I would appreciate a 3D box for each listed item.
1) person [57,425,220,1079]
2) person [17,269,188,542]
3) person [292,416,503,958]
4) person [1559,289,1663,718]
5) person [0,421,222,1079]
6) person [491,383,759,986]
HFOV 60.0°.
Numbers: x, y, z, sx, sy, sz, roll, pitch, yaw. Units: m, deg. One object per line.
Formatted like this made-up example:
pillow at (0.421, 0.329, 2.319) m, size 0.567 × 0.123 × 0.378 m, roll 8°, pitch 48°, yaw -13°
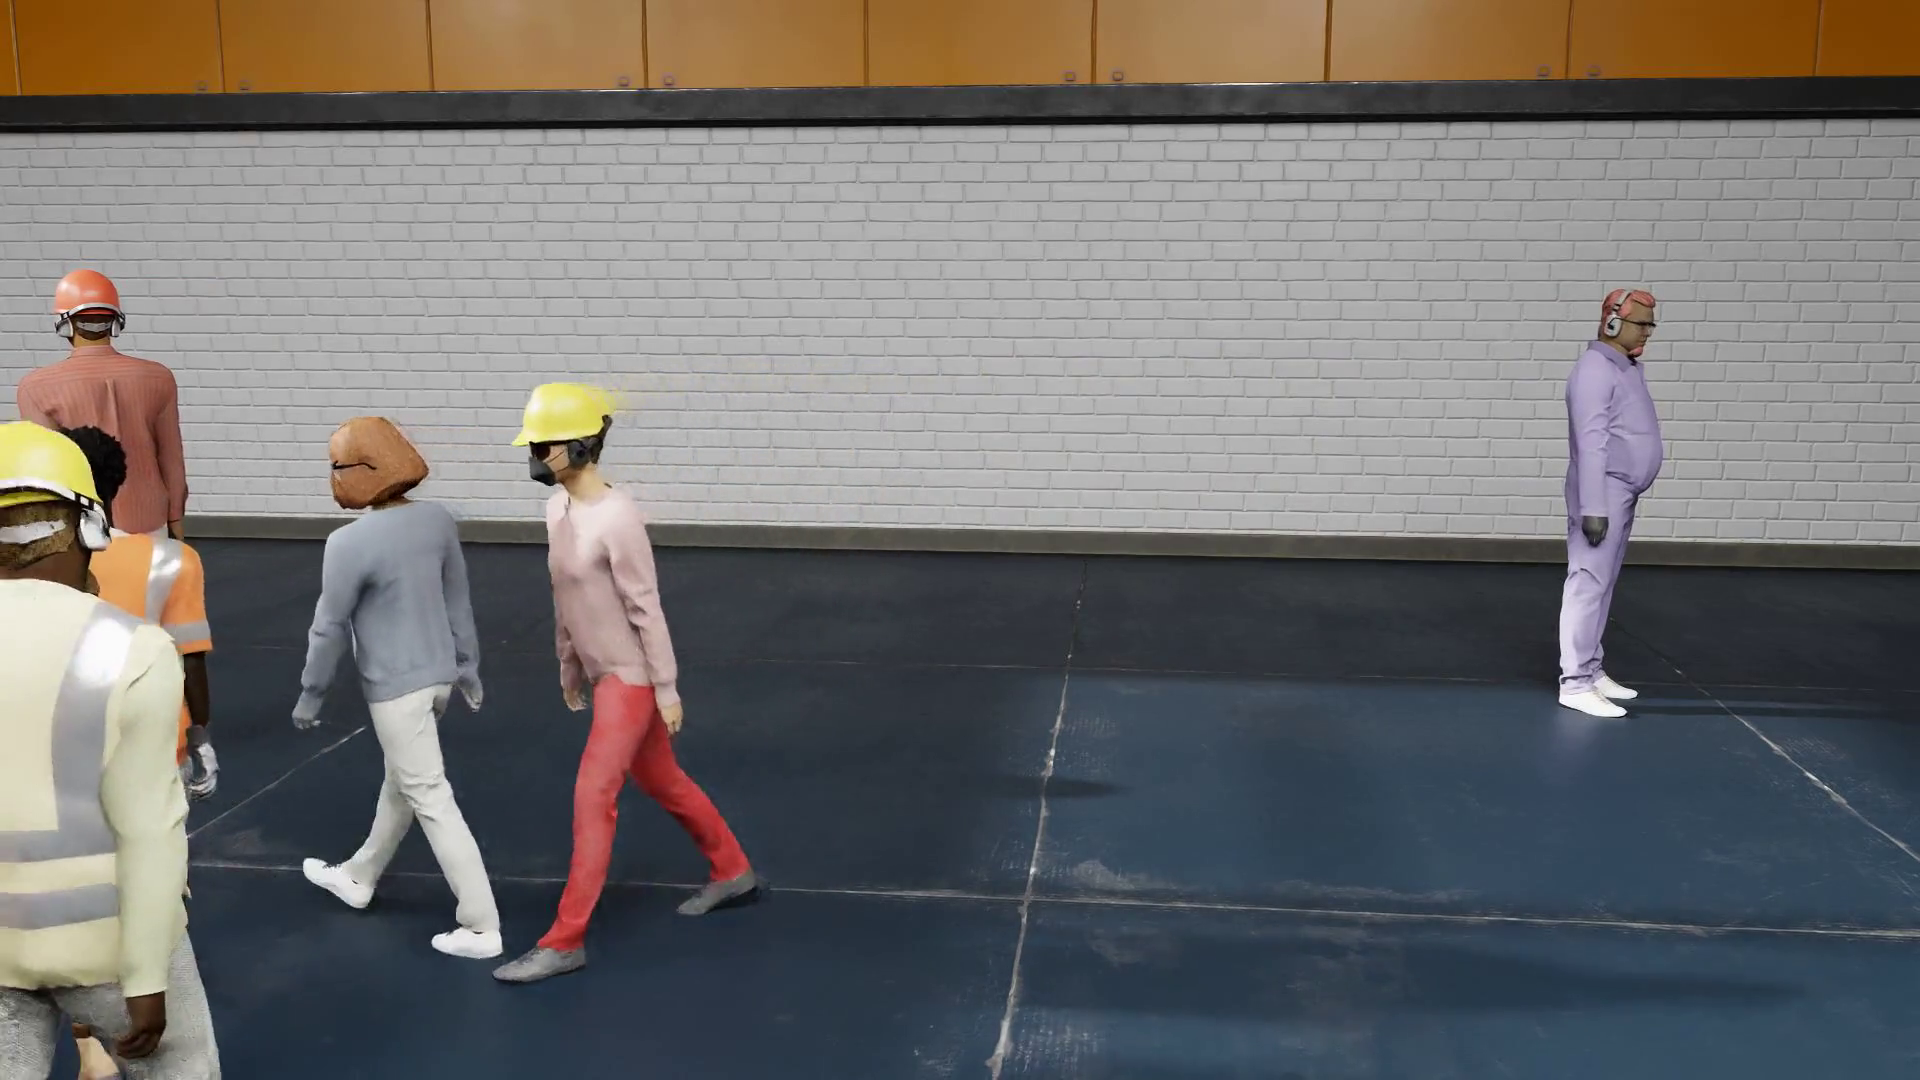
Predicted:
person at (-2.205, 0.526, 4.280) m, size 0.539 × 1.630 × 0.961 m, roll -5°, pitch 11°, yaw -27°
person at (-3.406, -0.073, 6.659) m, size 0.375 × 1.995 × 0.611 m, roll 9°, pitch 13°, yaw 41°
person at (-1.720, 0.432, 4.898) m, size 0.843 × 1.591 × 0.506 m, roll 3°, pitch 10°, yaw 18°
person at (2.936, -0.172, 7.501) m, size 0.406 × 1.902 × 0.637 m, roll 6°, pitch 11°, yaw 30°
person at (-1.622, 0.690, 2.917) m, size 0.591 × 1.787 × 0.860 m, roll 1°, pitch 10°, yaw 4°
person at (-0.976, 0.379, 4.899) m, size 0.883 × 1.706 × 0.533 m, roll -6°, pitch 12°, yaw -32°
